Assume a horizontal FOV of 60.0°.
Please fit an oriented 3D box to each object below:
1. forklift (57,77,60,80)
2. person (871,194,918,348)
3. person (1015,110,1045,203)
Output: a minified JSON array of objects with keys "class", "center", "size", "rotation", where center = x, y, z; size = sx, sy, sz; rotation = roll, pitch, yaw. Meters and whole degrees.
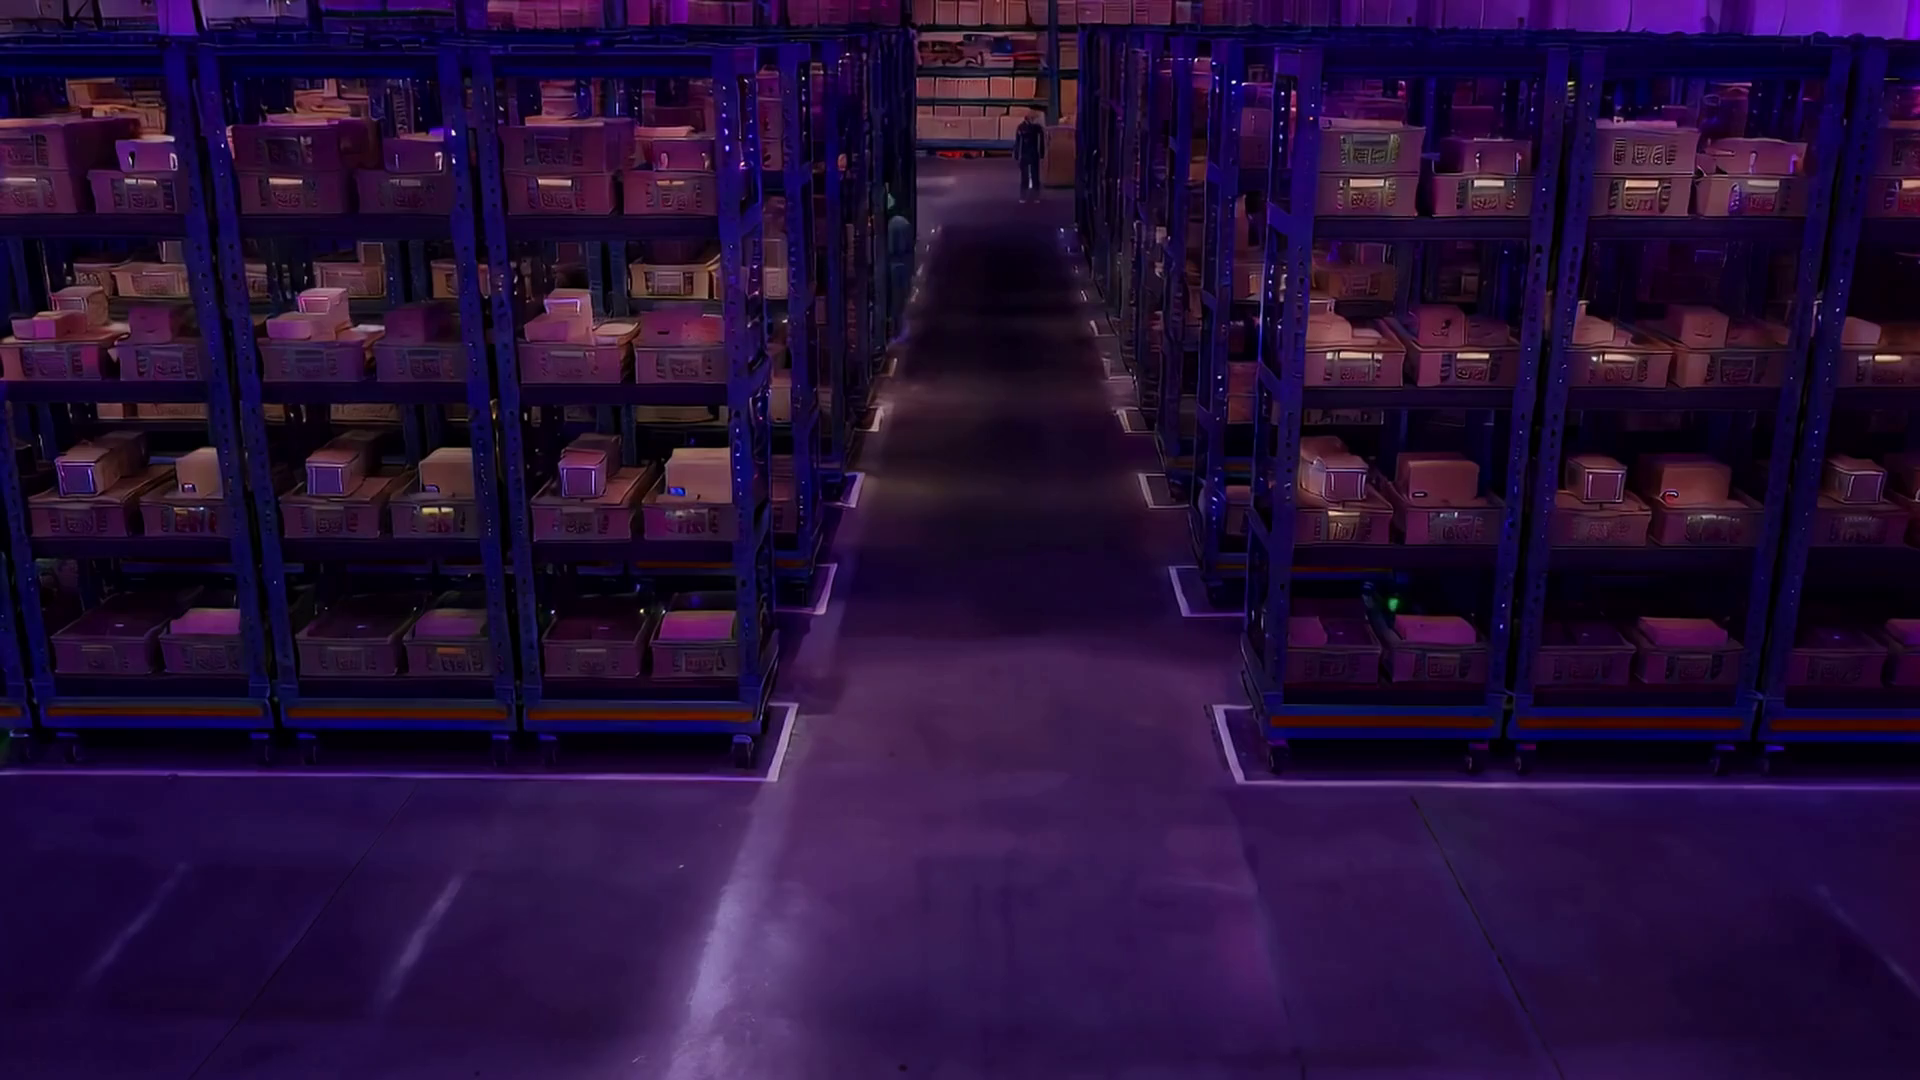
[{"class":"forklift","center":[-24.441,-11.605,44.624],"size":[1.129,2.768,1.873],"rotation":[-4,18,-13]},{"class":"person","center":[-0.773,-3.199,19.659],"size":[0.657,1.777,0.754],"rotation":[16,24,42]},{"class":"person","center":[1.453,-8.004,34.750],"size":[0.645,1.907,0.400],"rotation":[-4,18,-12]}]
